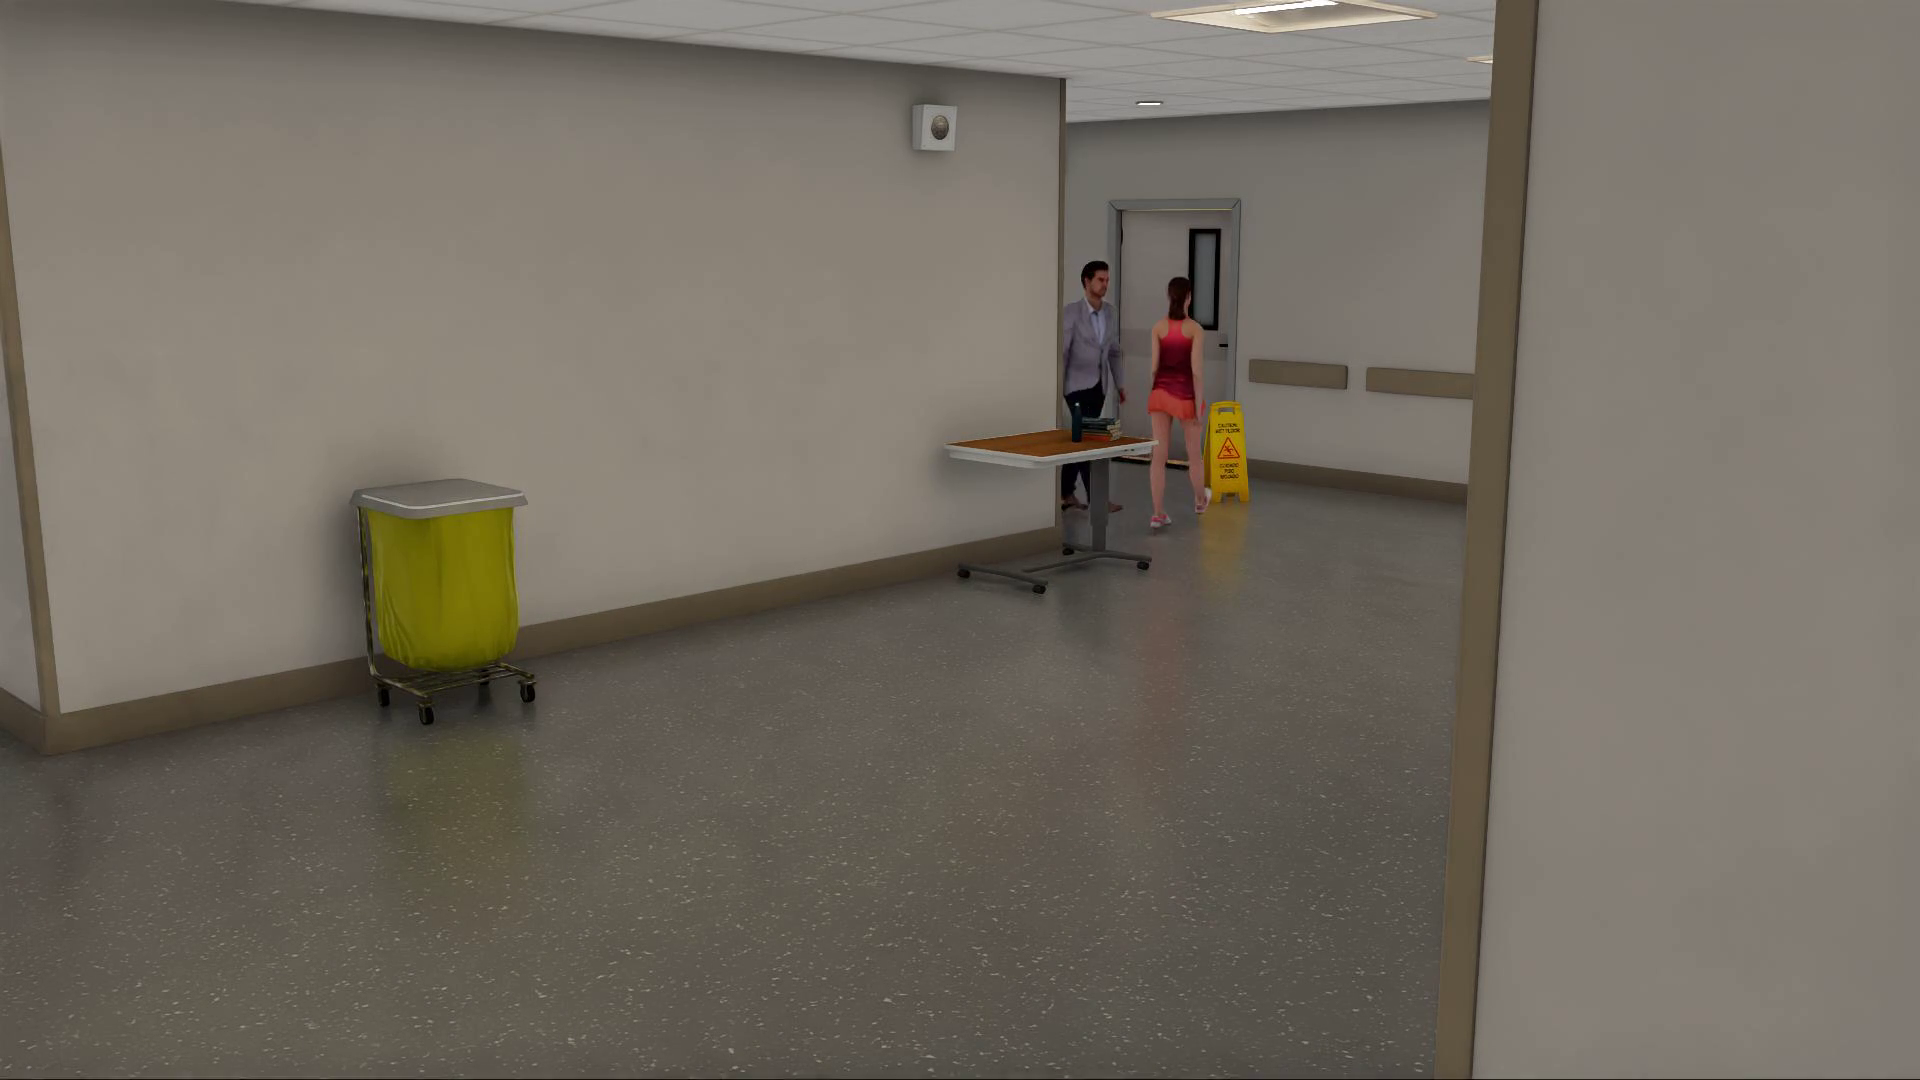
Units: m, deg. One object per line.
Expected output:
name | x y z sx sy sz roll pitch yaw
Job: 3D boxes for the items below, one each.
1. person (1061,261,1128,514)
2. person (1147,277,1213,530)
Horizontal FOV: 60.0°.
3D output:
person | 0.857 -1.105 12.174 0.722 1.818 1.019 -9 14 -39
person | 1.451 -0.918 11.471 1.086 1.711 0.918 5 12 23
